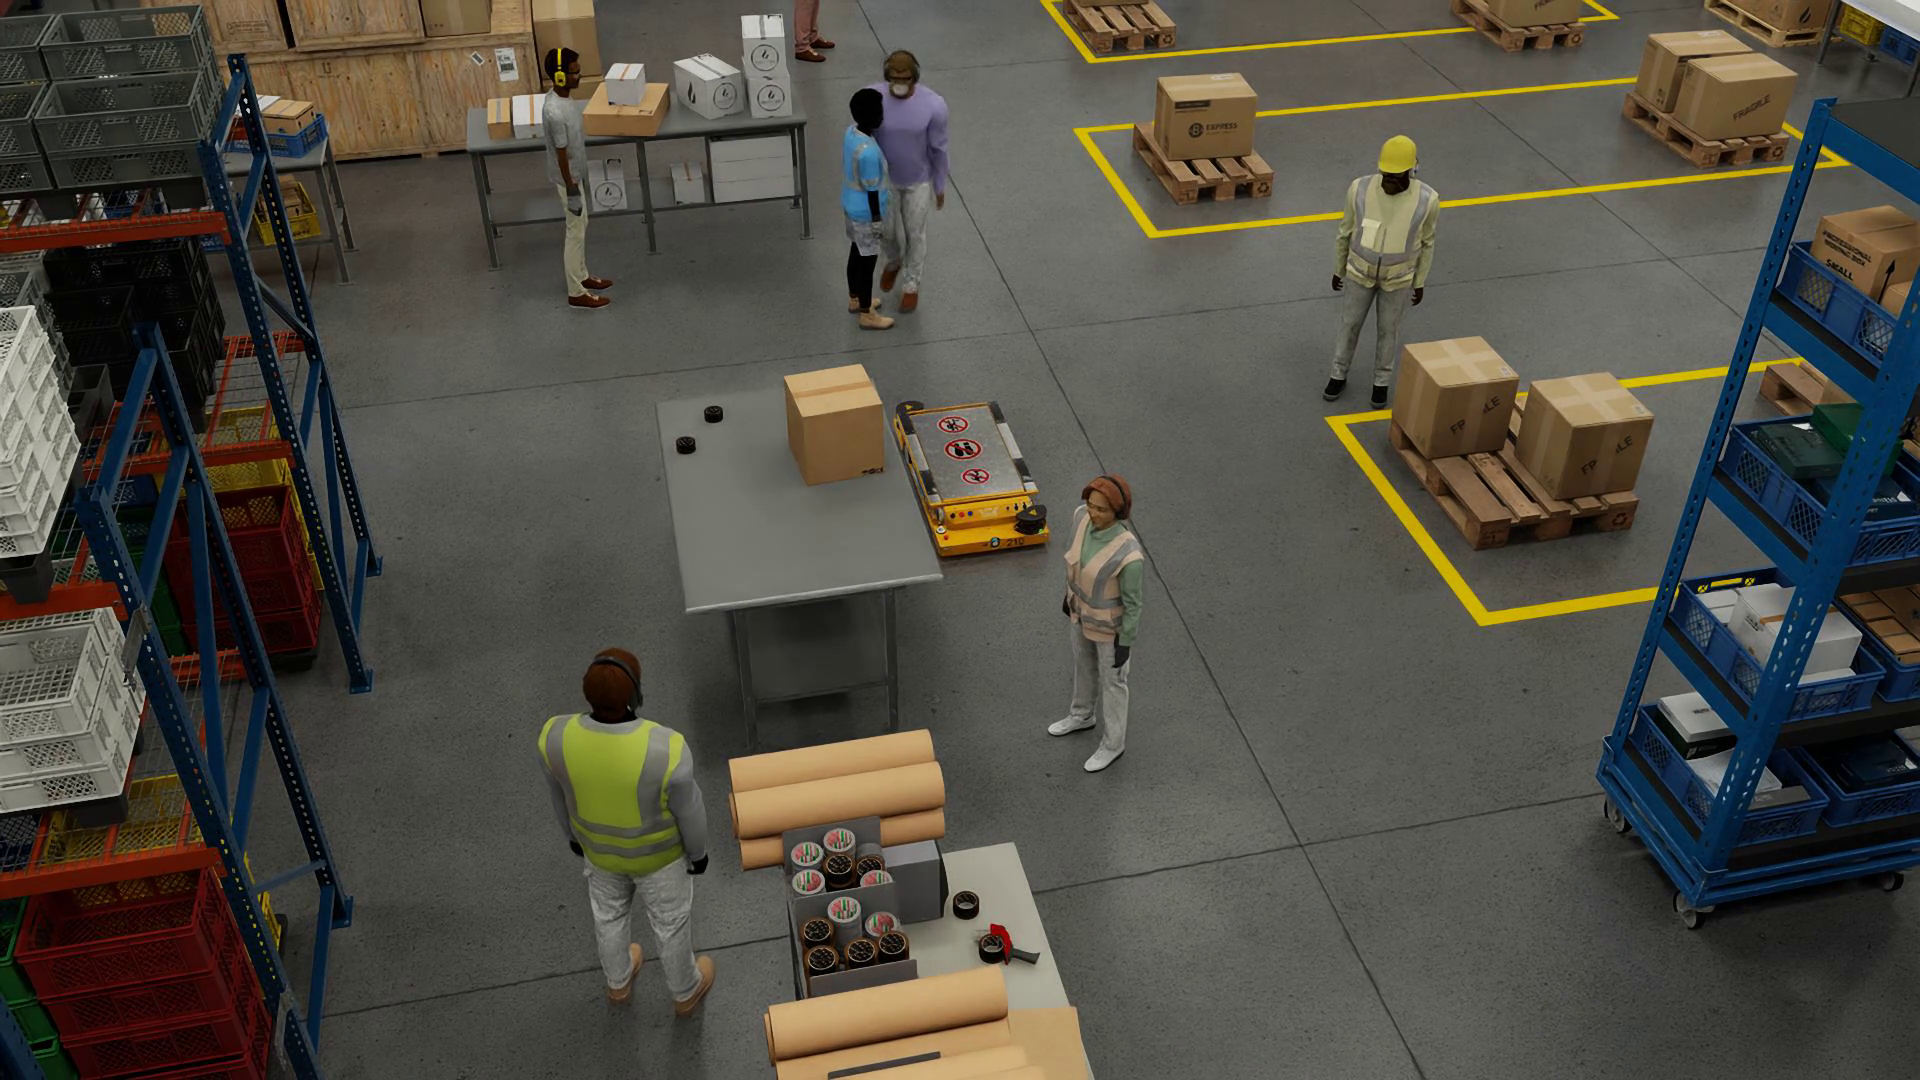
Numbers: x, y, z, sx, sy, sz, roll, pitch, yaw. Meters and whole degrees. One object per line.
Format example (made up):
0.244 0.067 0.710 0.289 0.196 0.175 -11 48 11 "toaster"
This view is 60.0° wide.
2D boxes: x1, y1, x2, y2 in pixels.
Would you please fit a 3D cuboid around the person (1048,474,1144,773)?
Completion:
0.660 0.378 7.878 0.305 1.645 0.522 -20 41 -24 "person"

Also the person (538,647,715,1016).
-1.293 1.187 6.640 0.629 1.836 0.430 7 37 9 "person"

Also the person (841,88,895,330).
-0.640 -2.271 11.393 0.319 1.698 0.538 -11 38 -14 "person"

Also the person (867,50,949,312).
-0.389 -2.483 11.500 0.653 1.916 0.455 4 37 5 "person"

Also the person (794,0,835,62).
-1.381 -5.441 15.492 0.401 1.900 0.639 6 37 9 "person"

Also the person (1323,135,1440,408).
2.648 -1.687 10.498 0.600 1.830 0.404 12 38 16 "person"

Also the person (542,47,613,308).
-2.695 -2.512 11.587 0.316 1.861 0.515 -4 37 -5 "person"

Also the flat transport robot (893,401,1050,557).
0.046 -0.430 10.108 0.652 0.197 1.431 -8 37 -10 "flat transport robot"

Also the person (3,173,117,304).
-5.643 -1.772 10.573 0.355 1.882 0.576 23 42 27 "person"
